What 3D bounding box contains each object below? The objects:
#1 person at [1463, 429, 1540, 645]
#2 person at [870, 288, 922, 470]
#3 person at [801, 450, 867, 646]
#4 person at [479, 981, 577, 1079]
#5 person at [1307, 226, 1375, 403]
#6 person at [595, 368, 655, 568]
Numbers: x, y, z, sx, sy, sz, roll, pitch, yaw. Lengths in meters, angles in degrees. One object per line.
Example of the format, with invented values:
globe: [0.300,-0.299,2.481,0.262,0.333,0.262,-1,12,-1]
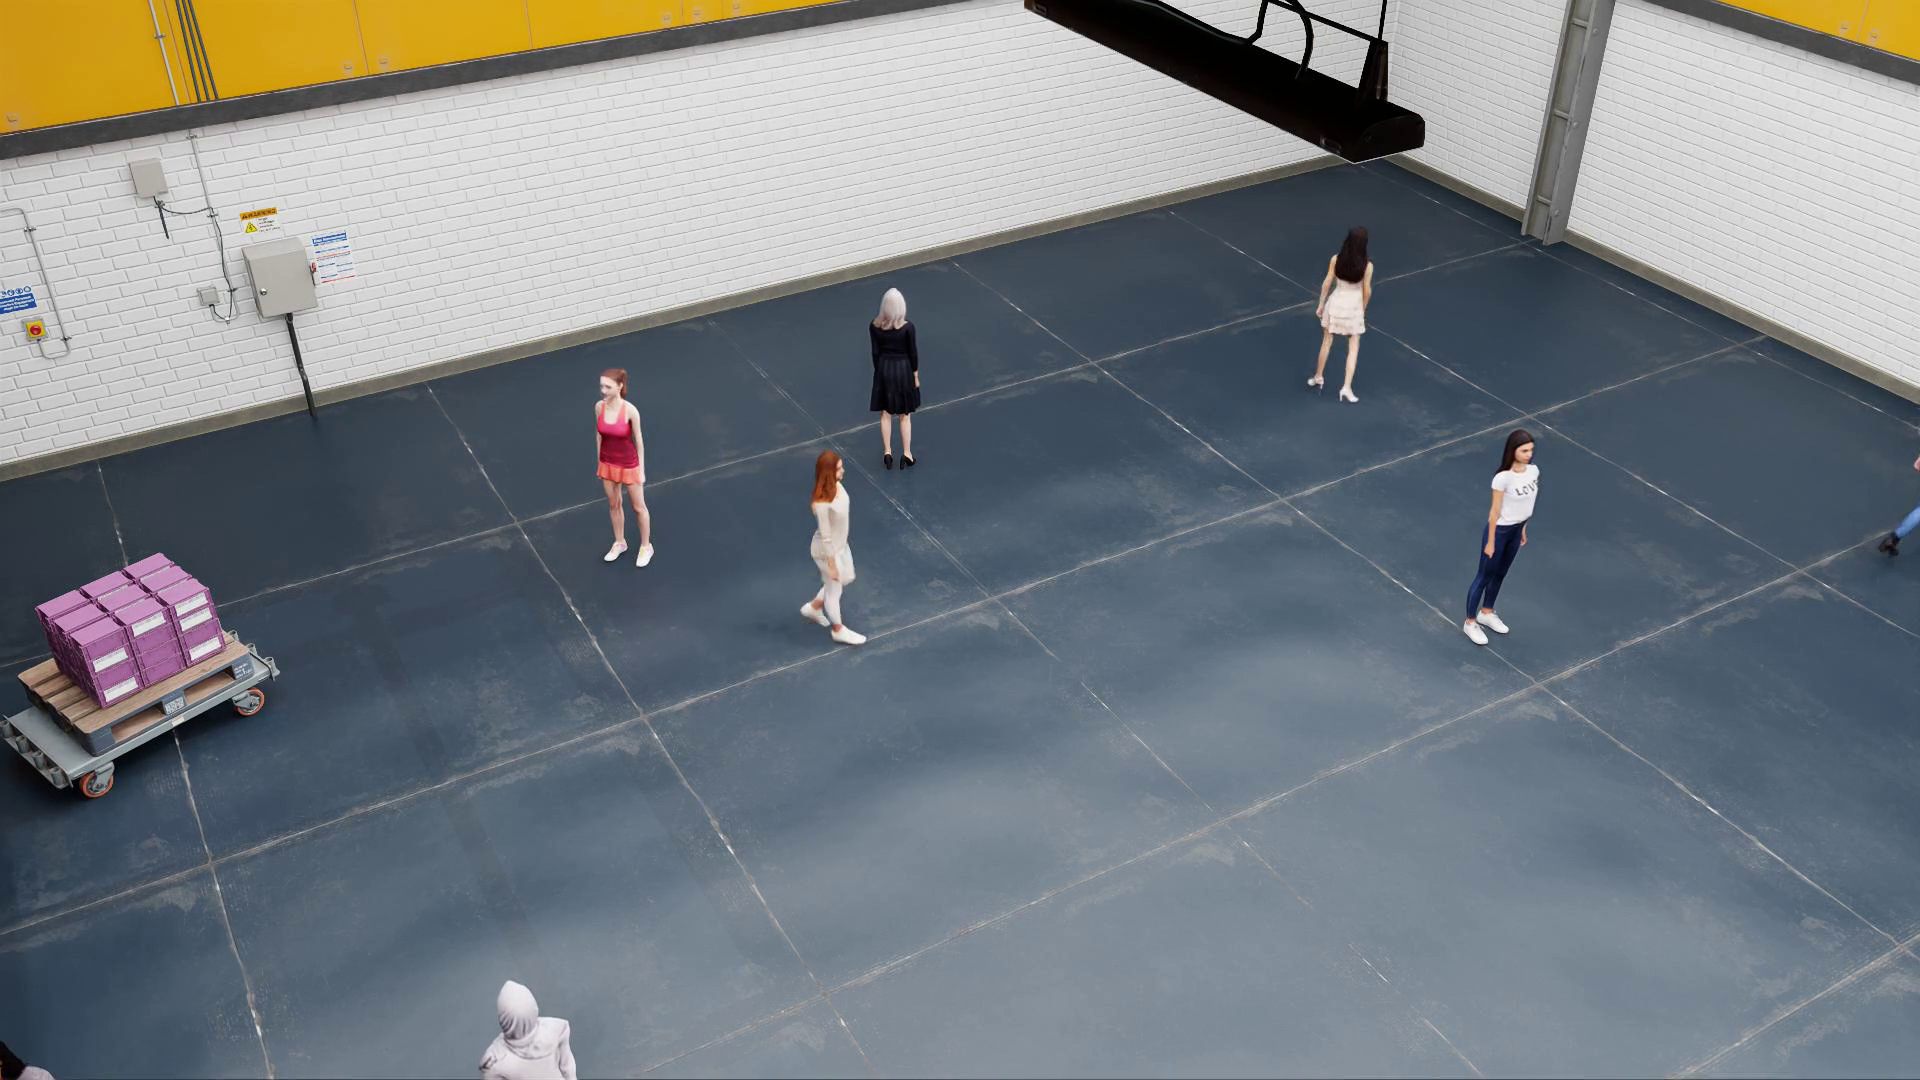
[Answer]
person: [4.086,-0.040,12.554,0.597,1.775,0.530,-21,39,-28]
person: [-0.571,-1.420,14.656,0.696,1.747,0.748,7,34,10]
person: [-1.037,0.055,12.475,0.897,1.705,0.847,5,34,7]
person: [-2.070,2.846,8.213,0.624,1.775,0.558,-22,39,-29]
person: [3.592,-2.149,15.777,0.691,1.720,0.857,12,35,17]
person: [-2.728,-0.600,13.417,0.664,1.753,0.727,10,35,14]
